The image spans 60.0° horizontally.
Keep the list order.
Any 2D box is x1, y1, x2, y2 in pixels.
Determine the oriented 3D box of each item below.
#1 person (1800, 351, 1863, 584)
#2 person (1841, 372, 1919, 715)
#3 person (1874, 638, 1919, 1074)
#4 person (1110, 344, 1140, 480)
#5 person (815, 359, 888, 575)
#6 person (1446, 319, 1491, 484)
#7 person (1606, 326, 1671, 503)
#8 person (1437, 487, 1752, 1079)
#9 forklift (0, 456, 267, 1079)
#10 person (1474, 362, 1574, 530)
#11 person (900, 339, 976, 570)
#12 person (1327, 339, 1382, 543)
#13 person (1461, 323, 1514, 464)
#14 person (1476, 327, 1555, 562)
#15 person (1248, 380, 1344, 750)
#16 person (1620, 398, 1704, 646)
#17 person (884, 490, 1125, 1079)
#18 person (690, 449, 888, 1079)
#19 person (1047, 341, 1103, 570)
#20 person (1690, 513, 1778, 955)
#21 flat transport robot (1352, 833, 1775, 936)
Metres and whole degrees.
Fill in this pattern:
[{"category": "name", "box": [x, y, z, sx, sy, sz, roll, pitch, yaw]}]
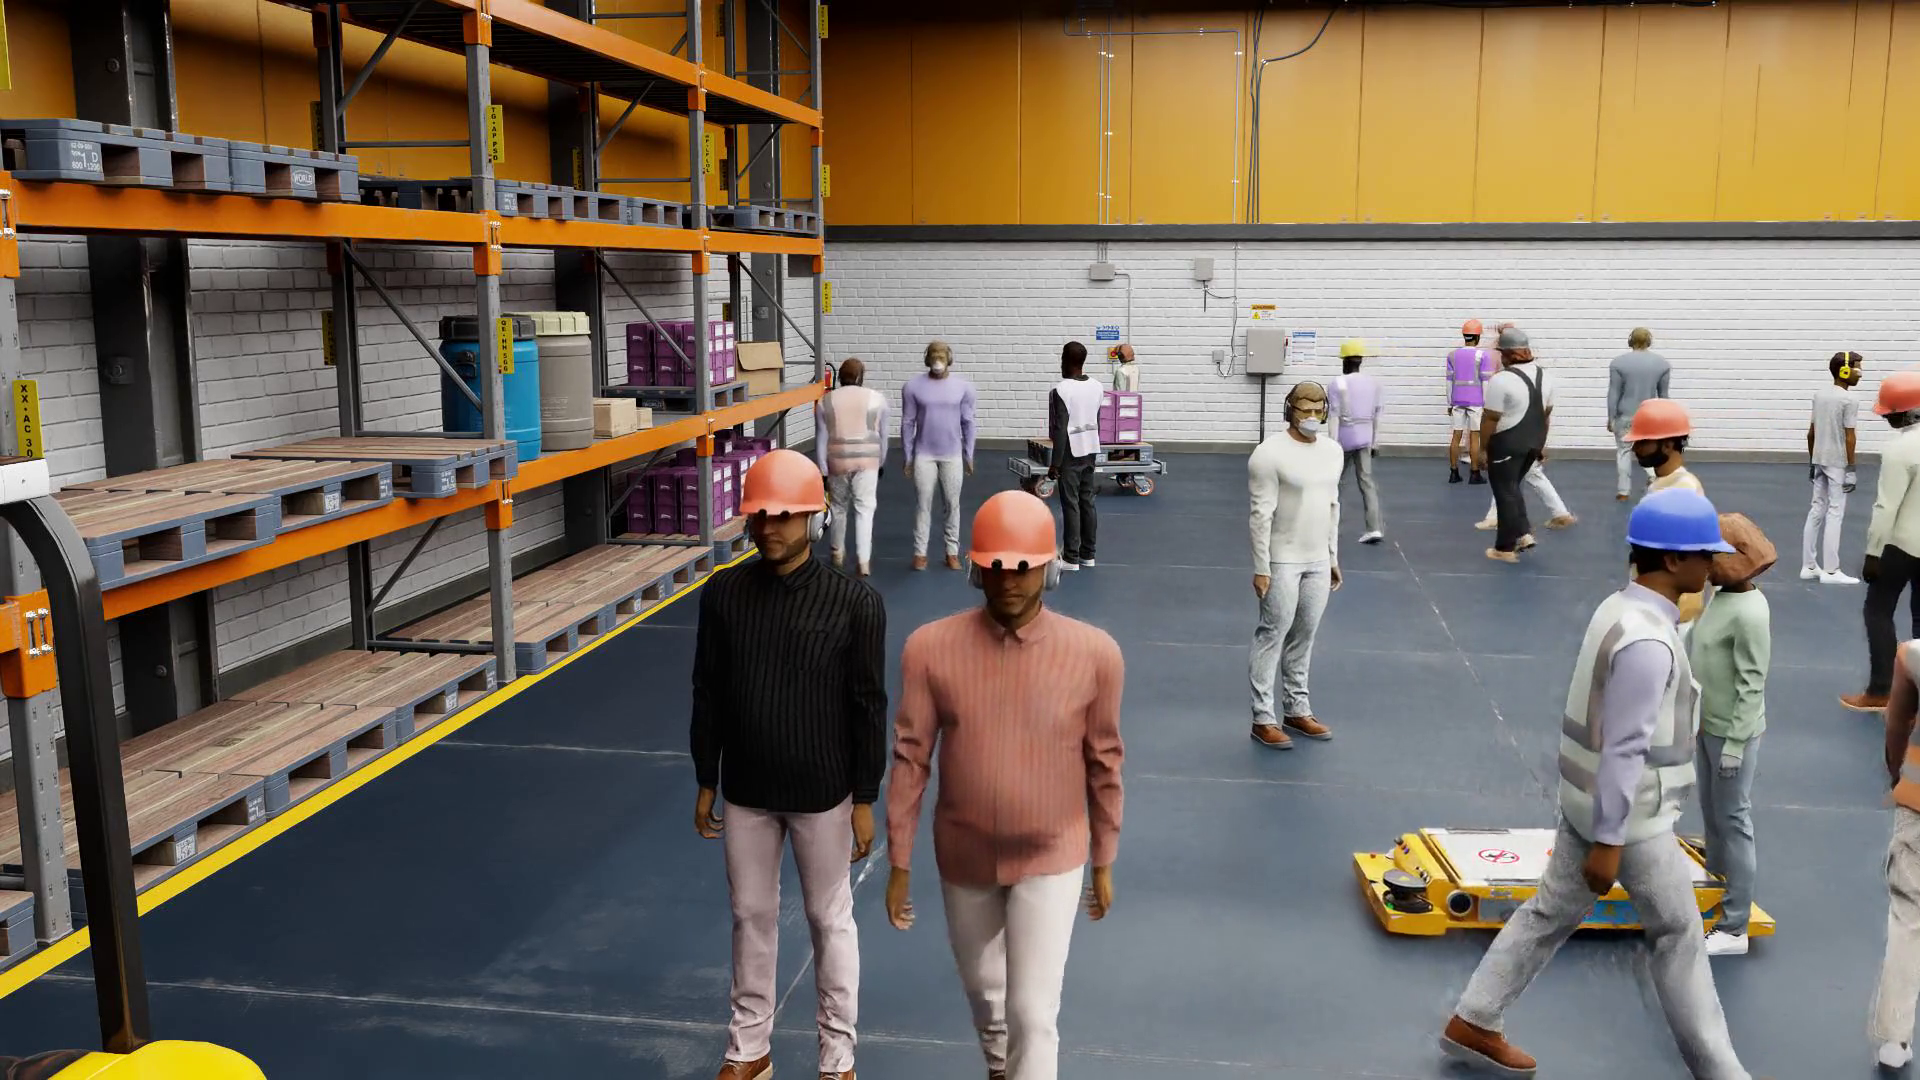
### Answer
[{"category": "person", "box": [7.033, -0.583, 13.390, 0.332, 1.866, 0.514, -2, 9, -10]}, {"category": "person", "box": [5.366, 0.036, 9.352, 0.657, 1.953, 0.363, -3, 10, -20]}, {"category": "person", "box": [3.196, 0.865, 5.305, 0.515, 1.589, 0.889, 8, 12, 40]}, {"category": "person", "box": [1.991, -1.532, 19.937, 0.311, 1.639, 0.513, 6, 11, 31]}, {"category": "person", "box": [-0.895, -0.613, 13.861, 0.613, 1.787, 0.952, 0, 9, -2]}, {"category": "person", "box": [5.987, -1.623, 19.570, 0.543, 1.939, 0.361, 8, 12, 41]}, {"category": "person", "box": [7.260, -1.320, 17.782, 0.640, 1.923, 0.670, 1, 9, 4]}, {"category": "person", "box": [1.966, 0.772, 4.967, 1.033, 1.895, 0.621, 2, 9, 13]}, {"category": "forklift", "box": [-2.328, 0.975, 2.765, 2.313, 2.155, 1.214, 1, 9, 9]}, {"category": "person", "box": [5.468, -0.960, 15.972, 0.902, 1.796, 0.633, 0, 9, -1]}, {"category": "person", "box": [-0.187, -0.709, 13.937, 0.635, 1.938, 0.355, 0, 9, -1]}, {"category": "person", "box": [3.655, -0.914, 15.443, 0.608, 1.885, 1.002, -3, 10, -18]}, {"category": "person", "box": [6.881, -1.840, 21.223, 0.649, 1.841, 1.030, -8, 12, -42]}, {"category": "person", "box": [4.730, -0.826, 14.344, 0.710, 2.000, 0.535, -6, 11, -32]}, {"category": "person", "box": [1.784, 0.123, 8.812, 0.628, 1.936, 0.375, -6, 11, -34]}, {"category": "person", "box": [3.224, 0.298, 7.776, 0.423, 1.920, 0.550, 2, 9, 10]}, {"category": "person", "box": [0.127, 0.816, 4.518, 0.626, 1.956, 1.018, 1, 9, 9]}, {"category": "person", "box": [-0.514, 0.724, 4.921, 0.612, 1.997, 0.376, 3, 10, 16]}, {"category": "person", "box": [0.970, -0.700, 13.952, 0.392, 1.917, 0.591, 8, 12, 40]}, {"category": "person", "box": [2.802, 0.709, 6.125, 0.281, 1.633, 0.499, 2, 9, 10]}, {"category": "flat transport robot", "box": [2.321, 1.328, 6.500, 1.431, 0.197, 0.652, 0, 9, 2]}]
